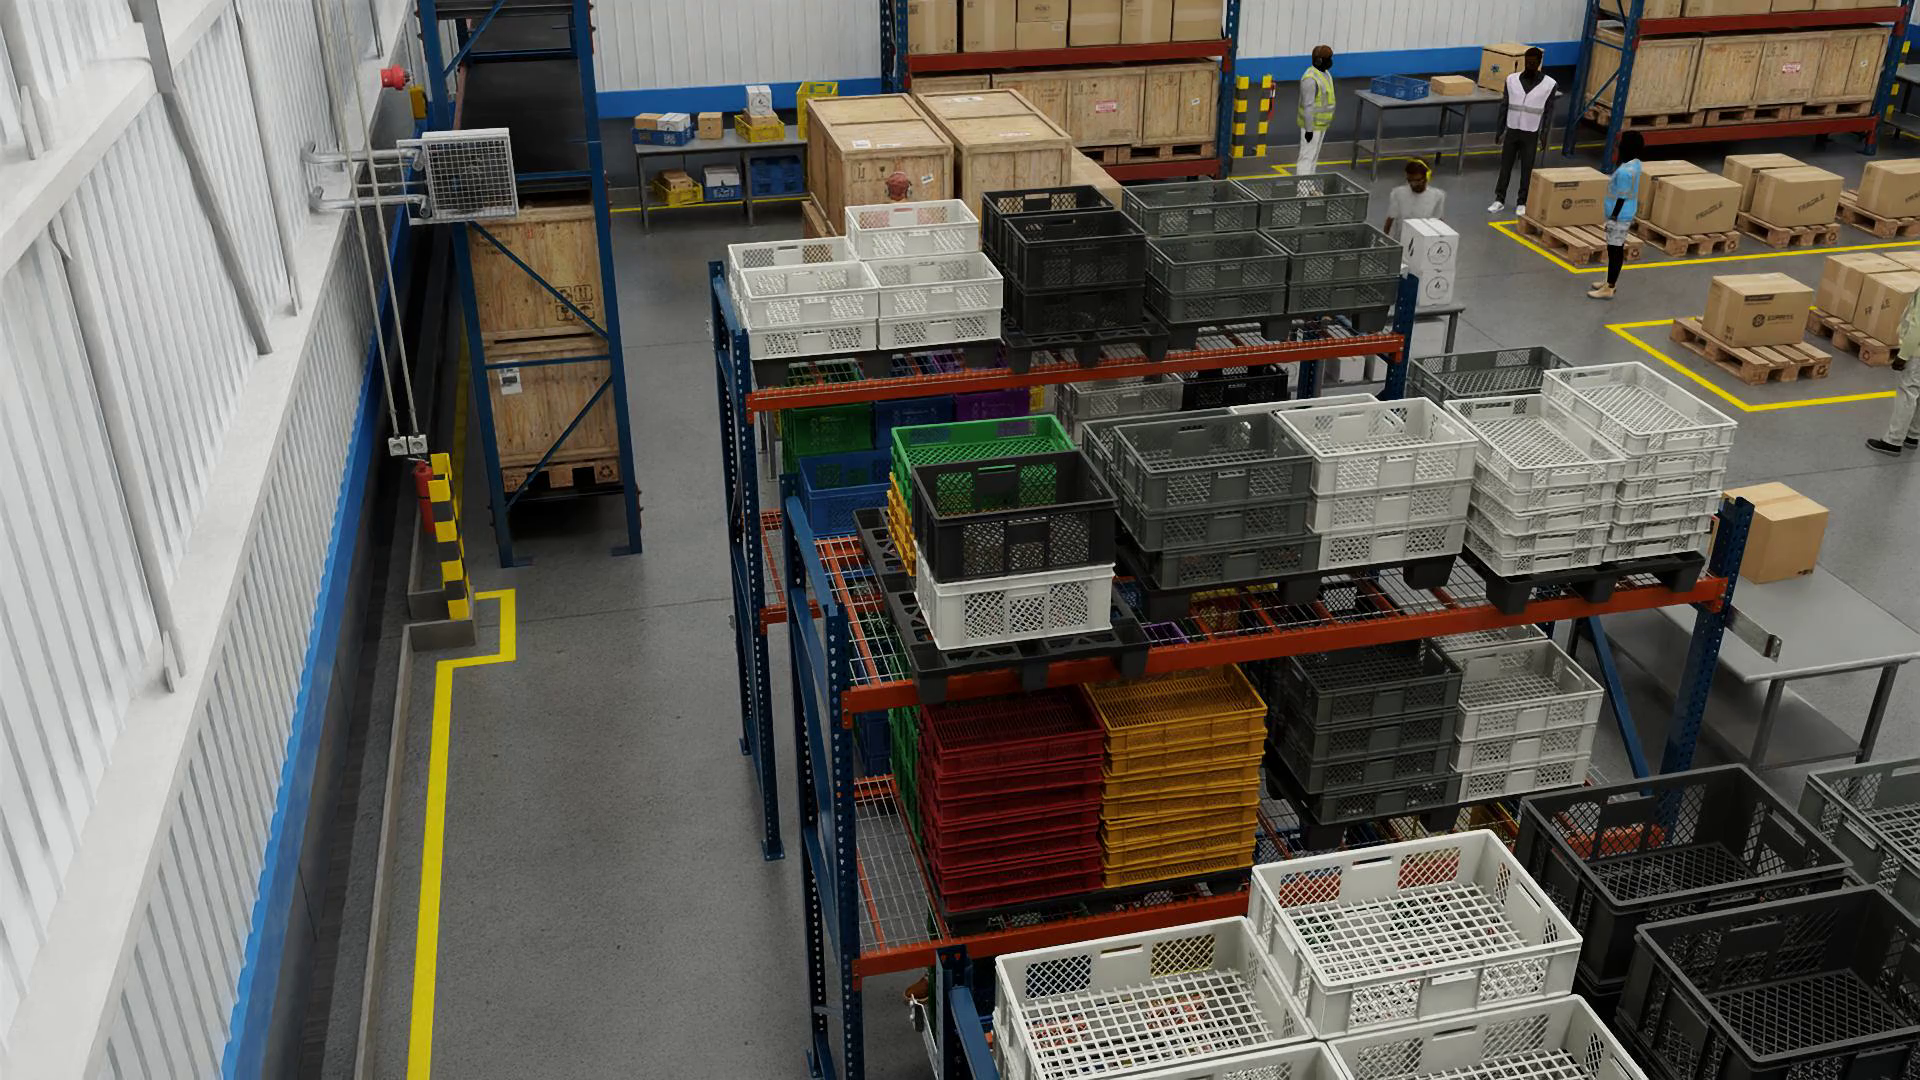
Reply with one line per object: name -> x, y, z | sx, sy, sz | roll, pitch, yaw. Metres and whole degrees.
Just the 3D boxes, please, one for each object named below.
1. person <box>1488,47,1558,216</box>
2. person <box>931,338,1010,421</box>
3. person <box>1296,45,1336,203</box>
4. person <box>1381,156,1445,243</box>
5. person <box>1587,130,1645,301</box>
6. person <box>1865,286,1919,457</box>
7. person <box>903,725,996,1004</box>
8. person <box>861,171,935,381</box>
person -> 6.510, -4.725, 19.229 | 0.597, 1.916, 0.370 | 15, 31, 27
person -> 0.093, -0.979, 12.099 | 0.635, 1.937, 0.354 | 13, 31, 23
person -> 4.203, -4.907, 19.655 | 0.429, 1.844, 0.627 | 13, 30, 23
person -> 4.142, -2.631, 15.324 | 0.582, 1.848, 0.367 | 10, 29, 18
person -> 6.604, -3.260, 16.683 | 0.318, 1.697, 0.534 | 14, 31, 25
person -> 7.708, -1.562, 13.318 | 0.587, 1.833, 0.404 | -16, 32, -27
person -> -0.022, 1.429, 7.588 | 0.340, 1.883, 0.585 | -23, 36, -37
person -> -0.533, -2.301, 14.657 | 0.644, 1.900, 0.397 | 0, 28, 1
